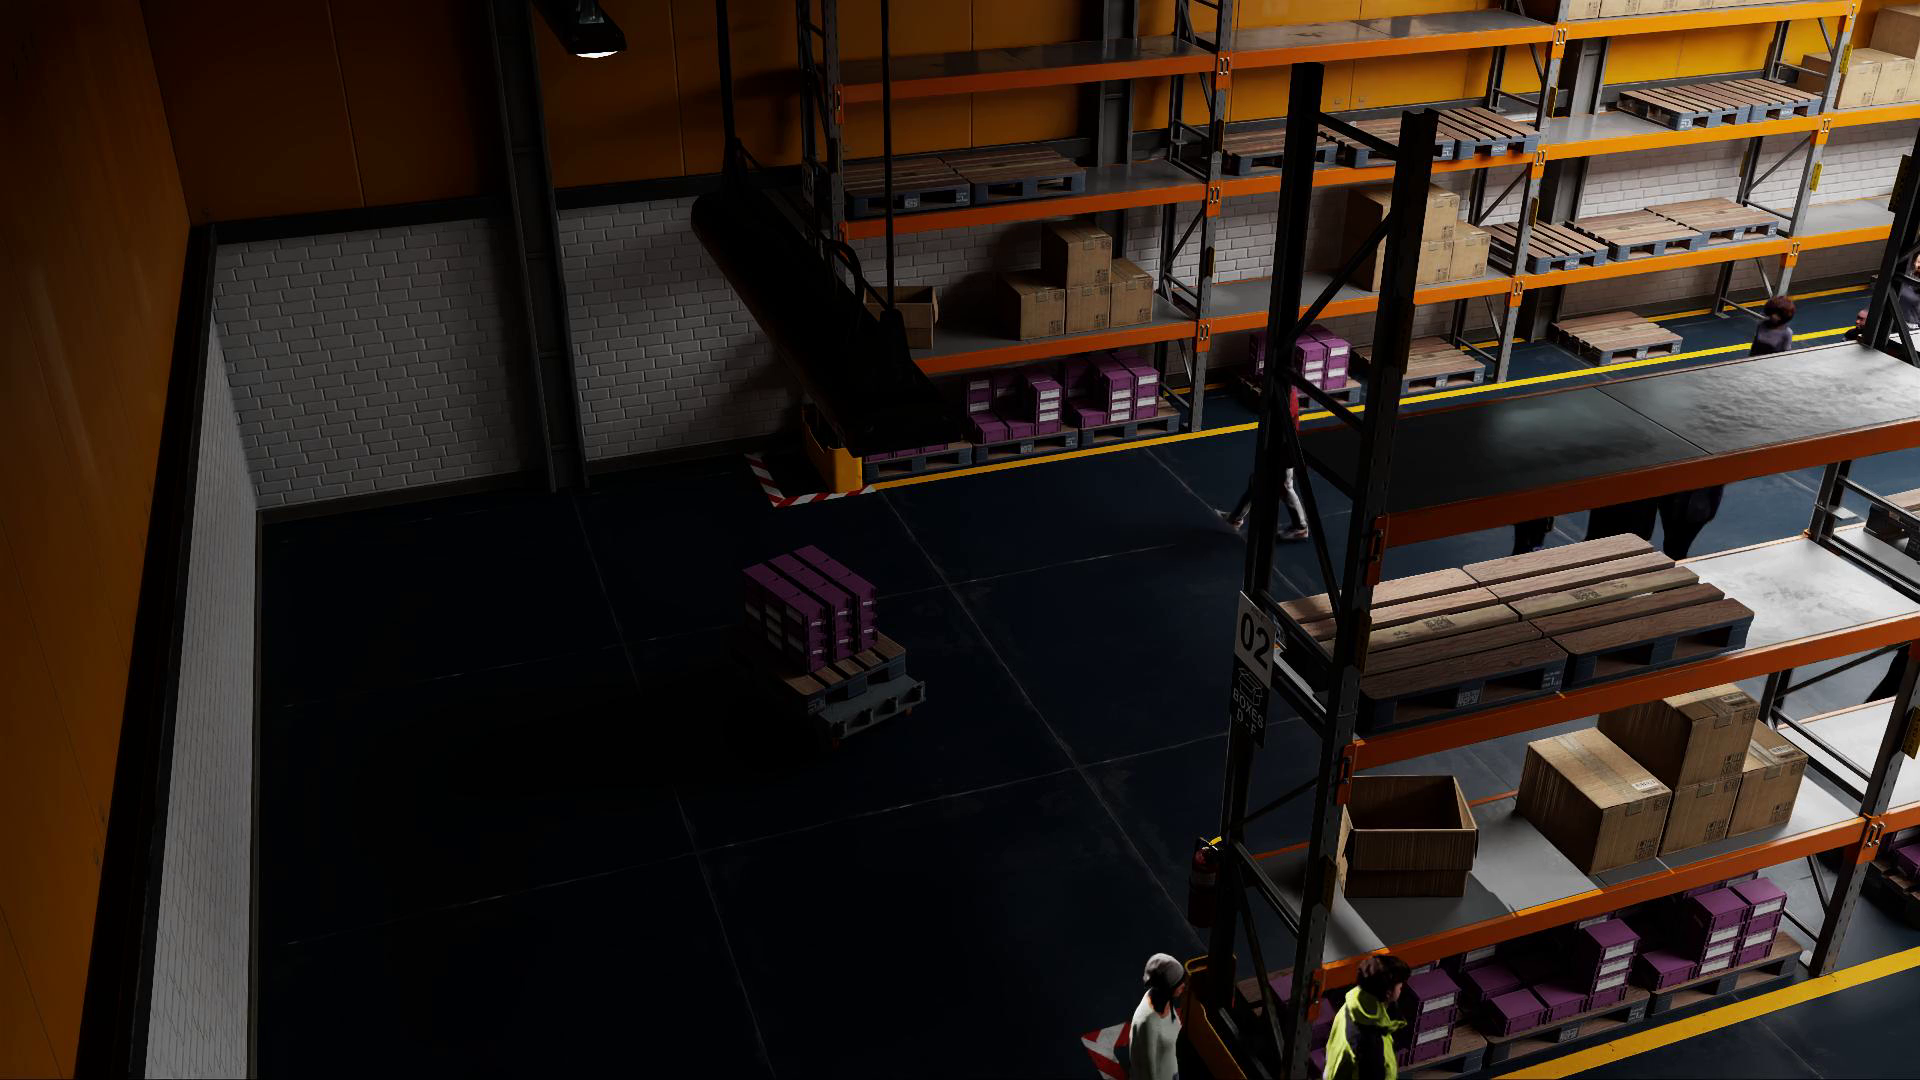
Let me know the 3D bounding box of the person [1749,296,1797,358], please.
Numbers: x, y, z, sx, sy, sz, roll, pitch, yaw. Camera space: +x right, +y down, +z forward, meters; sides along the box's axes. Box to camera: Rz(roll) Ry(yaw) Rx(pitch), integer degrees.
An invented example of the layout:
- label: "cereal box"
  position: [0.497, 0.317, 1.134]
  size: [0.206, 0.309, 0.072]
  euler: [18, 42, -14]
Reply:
- label: "person"
  position: [8.600, -1.773, 17.659]
  size: [1.152, 1.663, 0.815]
  euler: [-19, 34, -31]

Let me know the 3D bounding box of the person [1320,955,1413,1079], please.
- label: "person"
  position: [1.948, 2.977, 8.650]
  size: [1.058, 1.951, 1.002]
  euler: [5, 29, 10]

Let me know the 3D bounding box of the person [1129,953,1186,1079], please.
- label: "person"
  position: [0.983, 2.913, 9.099]
  size: [0.951, 1.635, 0.895]
  euler: [13, 31, 23]

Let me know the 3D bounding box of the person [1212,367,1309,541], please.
- label: "person"
  position: [3.116, -0.792, 15.740]
  size: [1.286, 1.778, 1.066]
  euler: [4, 29, 7]
